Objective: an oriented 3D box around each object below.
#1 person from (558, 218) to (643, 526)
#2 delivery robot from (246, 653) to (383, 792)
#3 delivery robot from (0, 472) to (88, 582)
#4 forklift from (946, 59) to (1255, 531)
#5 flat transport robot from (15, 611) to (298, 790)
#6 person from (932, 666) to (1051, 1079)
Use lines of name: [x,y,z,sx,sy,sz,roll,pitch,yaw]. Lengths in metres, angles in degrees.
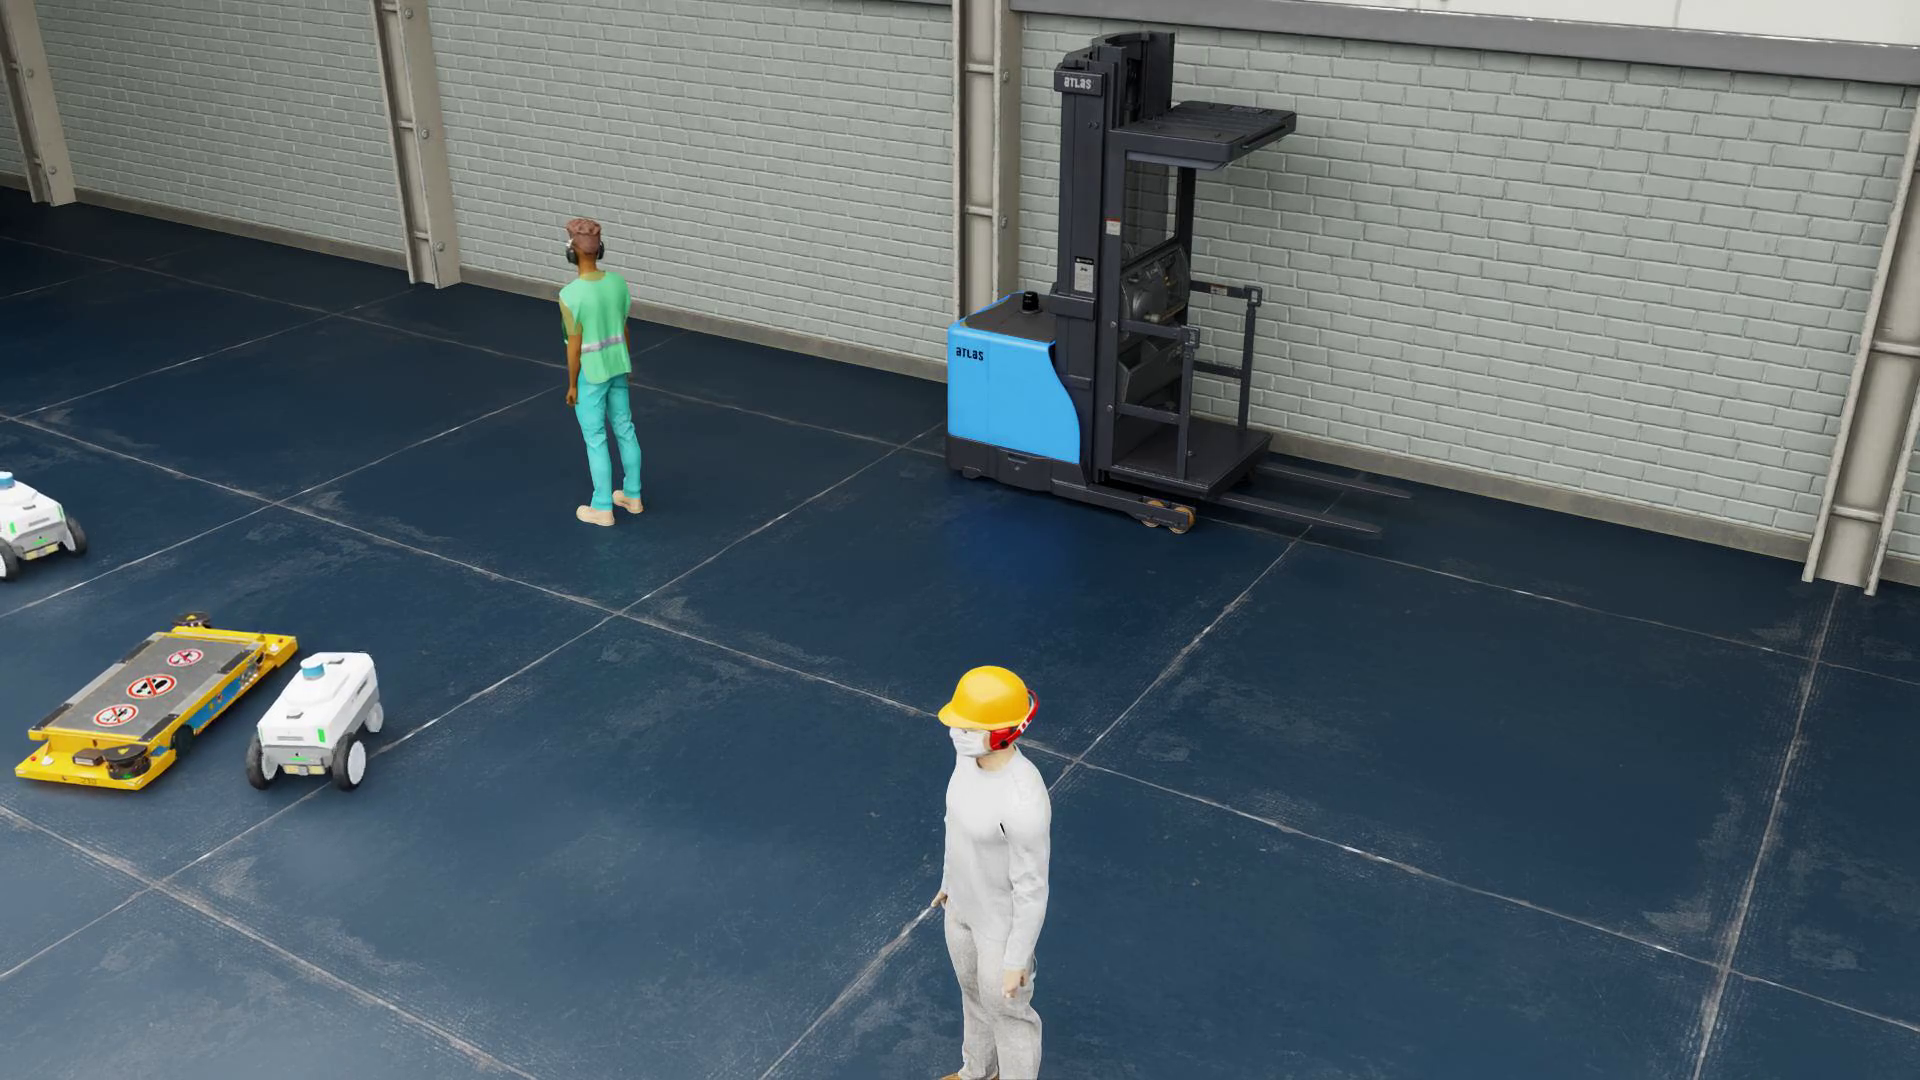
person: [-2.266,-1.041,10.466,0.405,1.979,0.484,20,32,36]
delivery robot: [-3.117,0.869,8.101,0.499,0.607,0.808,1,25,2]
delivery robot: [-5.773,-0.113,10.175,0.807,0.606,0.499,18,31,34]
forklift: [0.933,-1.707,10.833,1.873,2.768,1.129,15,29,28]
flat transport robot: [-4.095,0.805,8.555,0.659,0.231,1.431,4,26,9]
person: [0.100,1.266,5.681,0.355,1.896,0.562,-13,28,-25]
